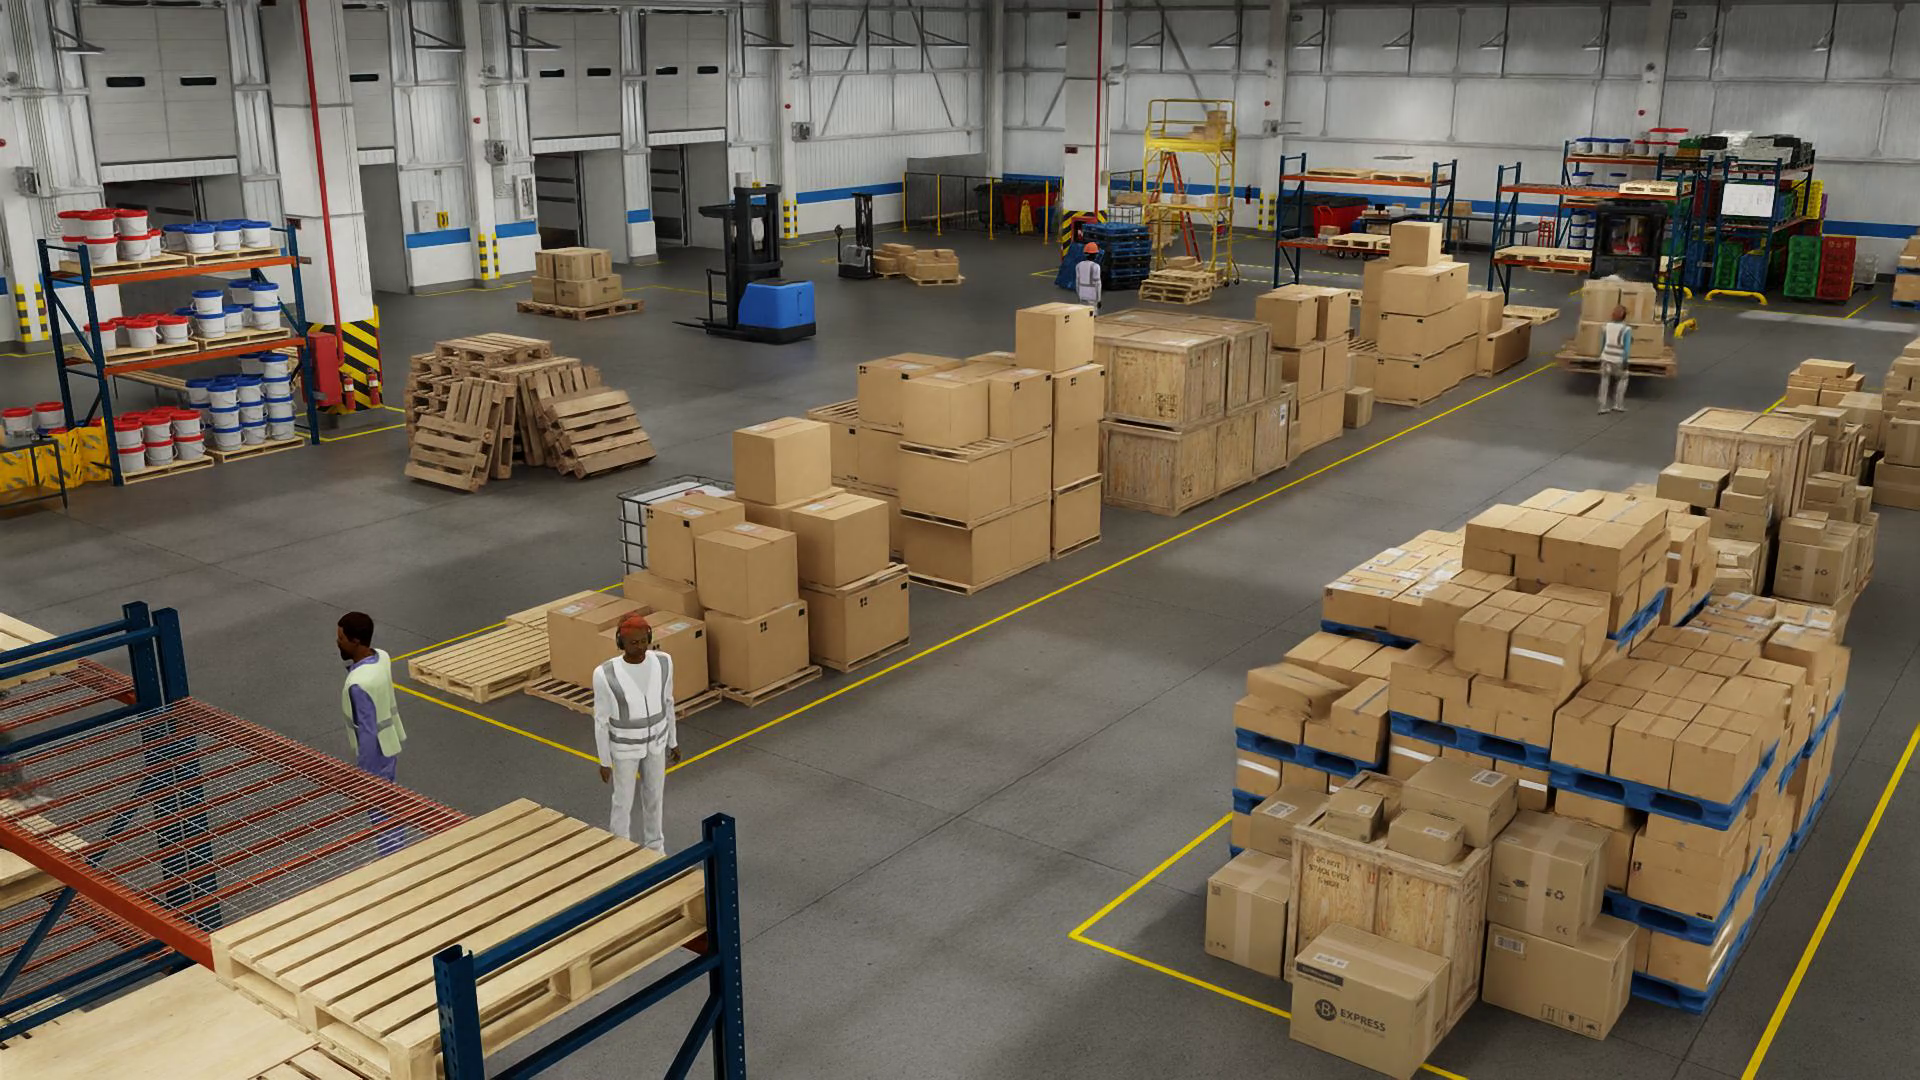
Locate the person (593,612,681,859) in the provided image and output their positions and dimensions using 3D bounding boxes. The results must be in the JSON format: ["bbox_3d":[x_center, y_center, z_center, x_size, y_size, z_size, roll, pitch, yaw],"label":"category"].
[{"bbox_3d":[-2.112,1.371,10.929,0.583,1.882,0.337,-13,21,-37],"label":"person"}]

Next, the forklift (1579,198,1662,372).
[{"bbox_3d":[11.307,-4.404,28.356,1.129,2.768,1.873,6,18,20],"label":"forklift"}]

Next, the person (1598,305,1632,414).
[{"bbox_3d":[9.817,-2.691,24.818,0.606,1.615,0.539,-10,19,-29],"label":"person"}]

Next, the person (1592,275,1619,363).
[{"bbox_3d":[11.090,-3.848,28.218,0.649,1.897,1.029,-4,17,-13],"label":"person"}]

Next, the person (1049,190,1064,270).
[{"bbox_3d":[2.472,-7.503,40.271,0.709,1.909,0.665,-15,22,-40],"label":"person"}]

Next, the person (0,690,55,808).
[{"bbox_3d":[-7.124,1.052,11.974,0.886,1.900,0.594,-1,17,-4],"label":"person"}]

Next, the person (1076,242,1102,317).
[{"bbox_3d":[2.327,-4.362,29.823,0.545,1.938,0.357,16,23,42],"label":"person"}]

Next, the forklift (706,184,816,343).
[{"bbox_3d":[-3.717,-5.181,30.929,1.873,2.768,1.129,12,21,35],"label":"forklift"}]

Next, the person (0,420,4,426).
[{"bbox_3d":[-13.935,-2.258,23.333,0.549,1.642,0.858,3,17,9],"label":"person"}]

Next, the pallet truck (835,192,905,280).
[{"bbox_3d":[-1.936,-7.159,38.982,1.885,1.965,0.823,-12,21,-34],"label":"pallet truck"}]

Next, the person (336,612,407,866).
[{"bbox_3d":[-3.823,1.377,10.851,0.392,1.920,0.593,-3,17,-9],"label":"person"}]
